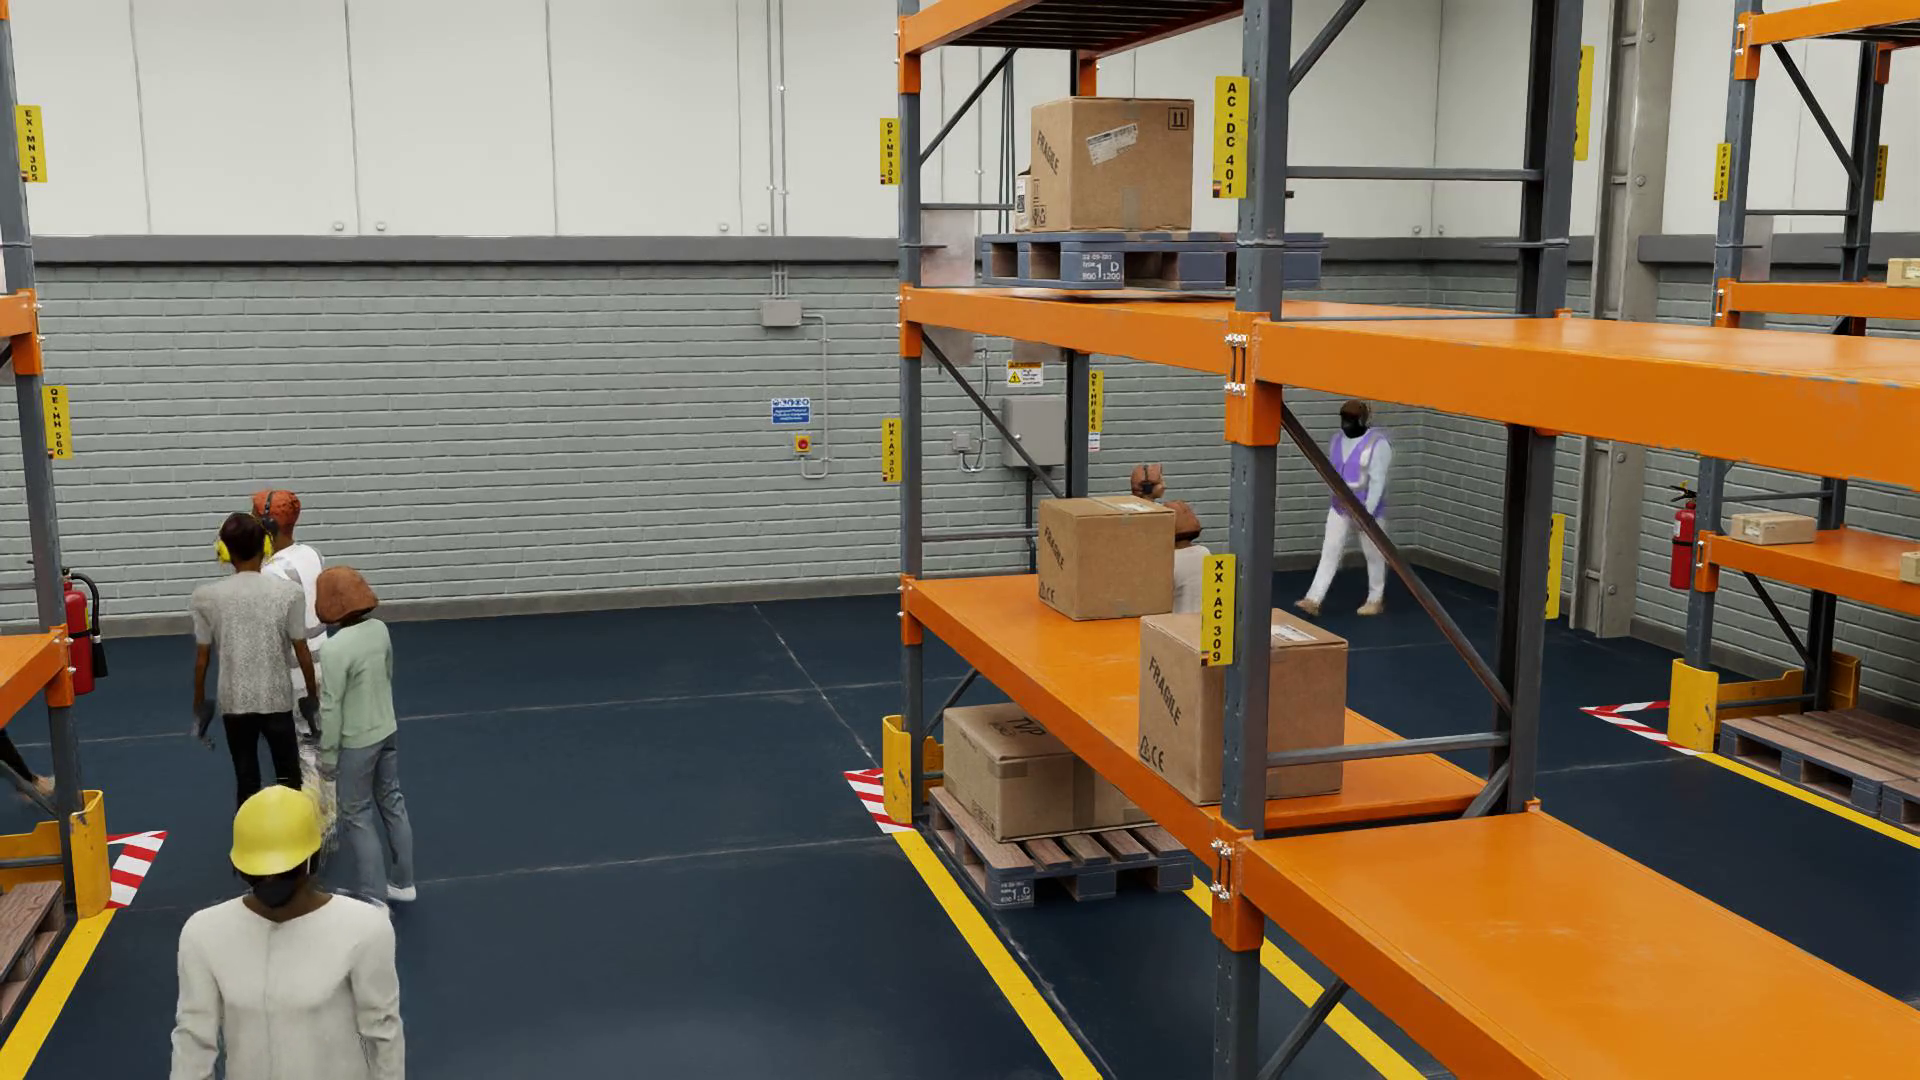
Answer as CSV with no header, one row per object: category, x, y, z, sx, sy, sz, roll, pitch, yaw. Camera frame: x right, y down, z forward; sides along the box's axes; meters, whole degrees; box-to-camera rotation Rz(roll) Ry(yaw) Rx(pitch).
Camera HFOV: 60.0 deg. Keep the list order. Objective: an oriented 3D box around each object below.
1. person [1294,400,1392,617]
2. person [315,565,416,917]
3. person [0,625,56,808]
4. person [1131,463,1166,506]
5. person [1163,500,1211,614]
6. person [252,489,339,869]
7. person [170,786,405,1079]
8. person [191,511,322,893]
person,3.160,-0.232,13.574,0.969,1.792,0.637,-8,13,-40
person,-2.713,0.917,7.540,0.305,1.623,0.500,2,10,9
person,-5.081,0.703,8.644,0.550,1.647,0.885,7,12,34
person,1.213,0.314,10.905,0.306,1.645,0.522,5,11,27
person,1.235,0.584,9.400,0.289,1.633,0.501,9,14,43
person,-3.269,0.683,8.132,0.354,1.883,0.572,0,10,-2
person,-1.666,1.458,4.118,0.524,1.747,0.602,0,10,0
person,-3.237,0.790,7.634,0.579,1.846,0.494,-3,10,-14
